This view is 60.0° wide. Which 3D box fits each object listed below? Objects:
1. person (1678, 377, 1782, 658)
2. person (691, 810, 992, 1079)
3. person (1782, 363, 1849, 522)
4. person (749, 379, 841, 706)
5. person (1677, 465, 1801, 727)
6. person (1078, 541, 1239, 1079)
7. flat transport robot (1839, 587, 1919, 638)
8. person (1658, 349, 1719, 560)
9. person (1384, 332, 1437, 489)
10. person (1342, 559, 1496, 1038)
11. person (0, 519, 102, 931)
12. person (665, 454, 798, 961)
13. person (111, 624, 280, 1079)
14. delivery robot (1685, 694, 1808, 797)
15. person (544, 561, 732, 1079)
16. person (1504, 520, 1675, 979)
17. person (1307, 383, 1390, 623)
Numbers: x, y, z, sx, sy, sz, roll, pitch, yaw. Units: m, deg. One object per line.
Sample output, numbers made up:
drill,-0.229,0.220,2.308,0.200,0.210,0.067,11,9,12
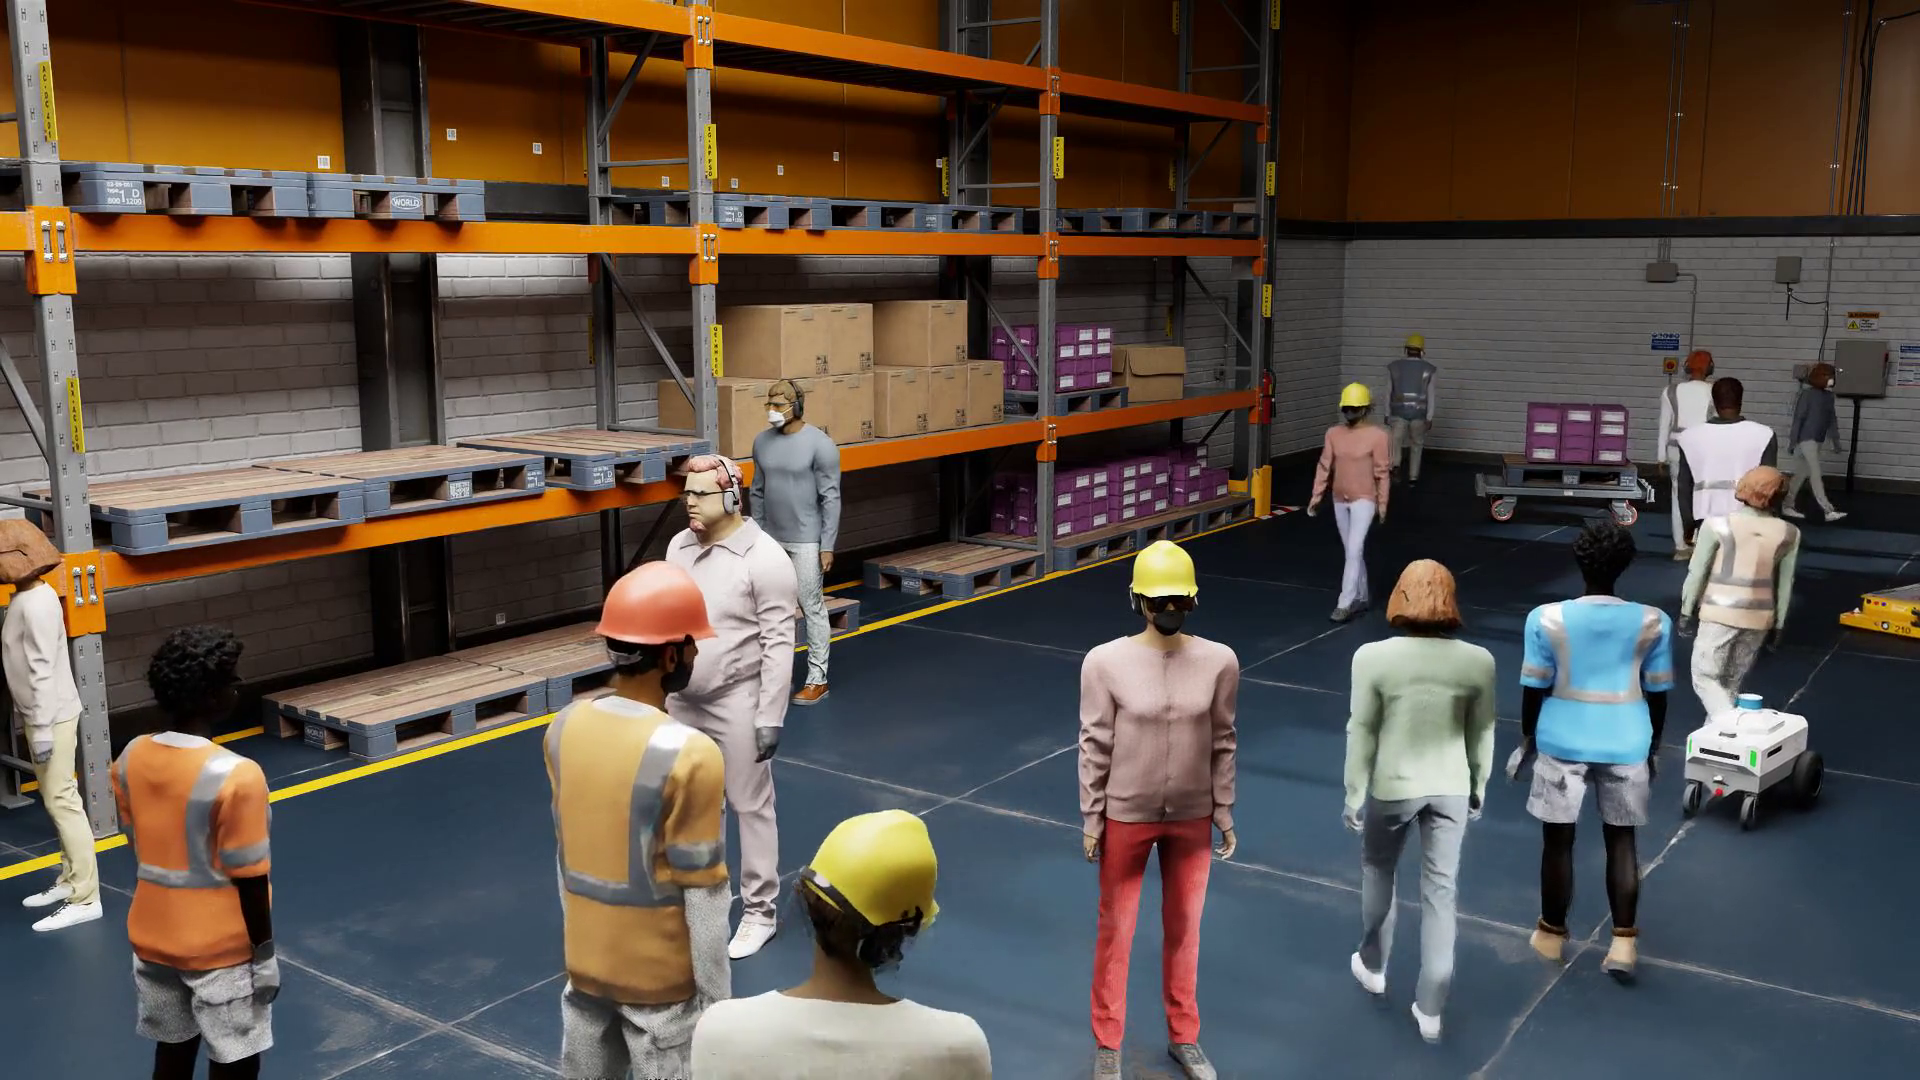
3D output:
person,5.009,-0.110,10.796,0.677,1.868,0.798,7,12,34
person,-0.212,1.312,2.817,0.537,1.710,0.889,1,10,5
person,8.677,-0.973,16.754,0.523,1.589,0.854,-6,11,-30
person,-0.991,0.010,9.880,0.635,1.937,0.352,6,11,33
person,3.943,0.426,8.384,0.547,1.604,0.664,0,10,0
person,0.630,0.873,5.260,0.525,1.769,0.313,-2,10,-12
flat transport robot,7.047,0.491,11.970,1.431,0.197,0.652,-6,11,-33
person,6.359,-0.723,14.465,0.580,1.872,0.543,6,11,33
person,5.153,-1.469,19.068,0.594,1.812,0.758,3,10,17
person,1.576,0.858,5.804,0.522,1.607,0.673,0,10,2
person,-3.642,0.720,6.595,0.285,1.626,0.497,-6,12,-34
person,-0.923,0.624,6.322,0.640,1.909,0.409,7,12,35
person,-1.976,1.058,4.379,0.529,1.690,0.318,5,11,28
delivery robot,3.761,0.979,7.944,0.707,0.478,0.477,-9,13,-44
person,-0.749,1.007,4.016,0.557,1.924,0.424,7,12,36
person,2.307,0.774,6.085,0.561,1.687,0.470,2,10,10
person,2.804,-0.267,12.122,0.807,1.732,0.545,-9,13,-42
